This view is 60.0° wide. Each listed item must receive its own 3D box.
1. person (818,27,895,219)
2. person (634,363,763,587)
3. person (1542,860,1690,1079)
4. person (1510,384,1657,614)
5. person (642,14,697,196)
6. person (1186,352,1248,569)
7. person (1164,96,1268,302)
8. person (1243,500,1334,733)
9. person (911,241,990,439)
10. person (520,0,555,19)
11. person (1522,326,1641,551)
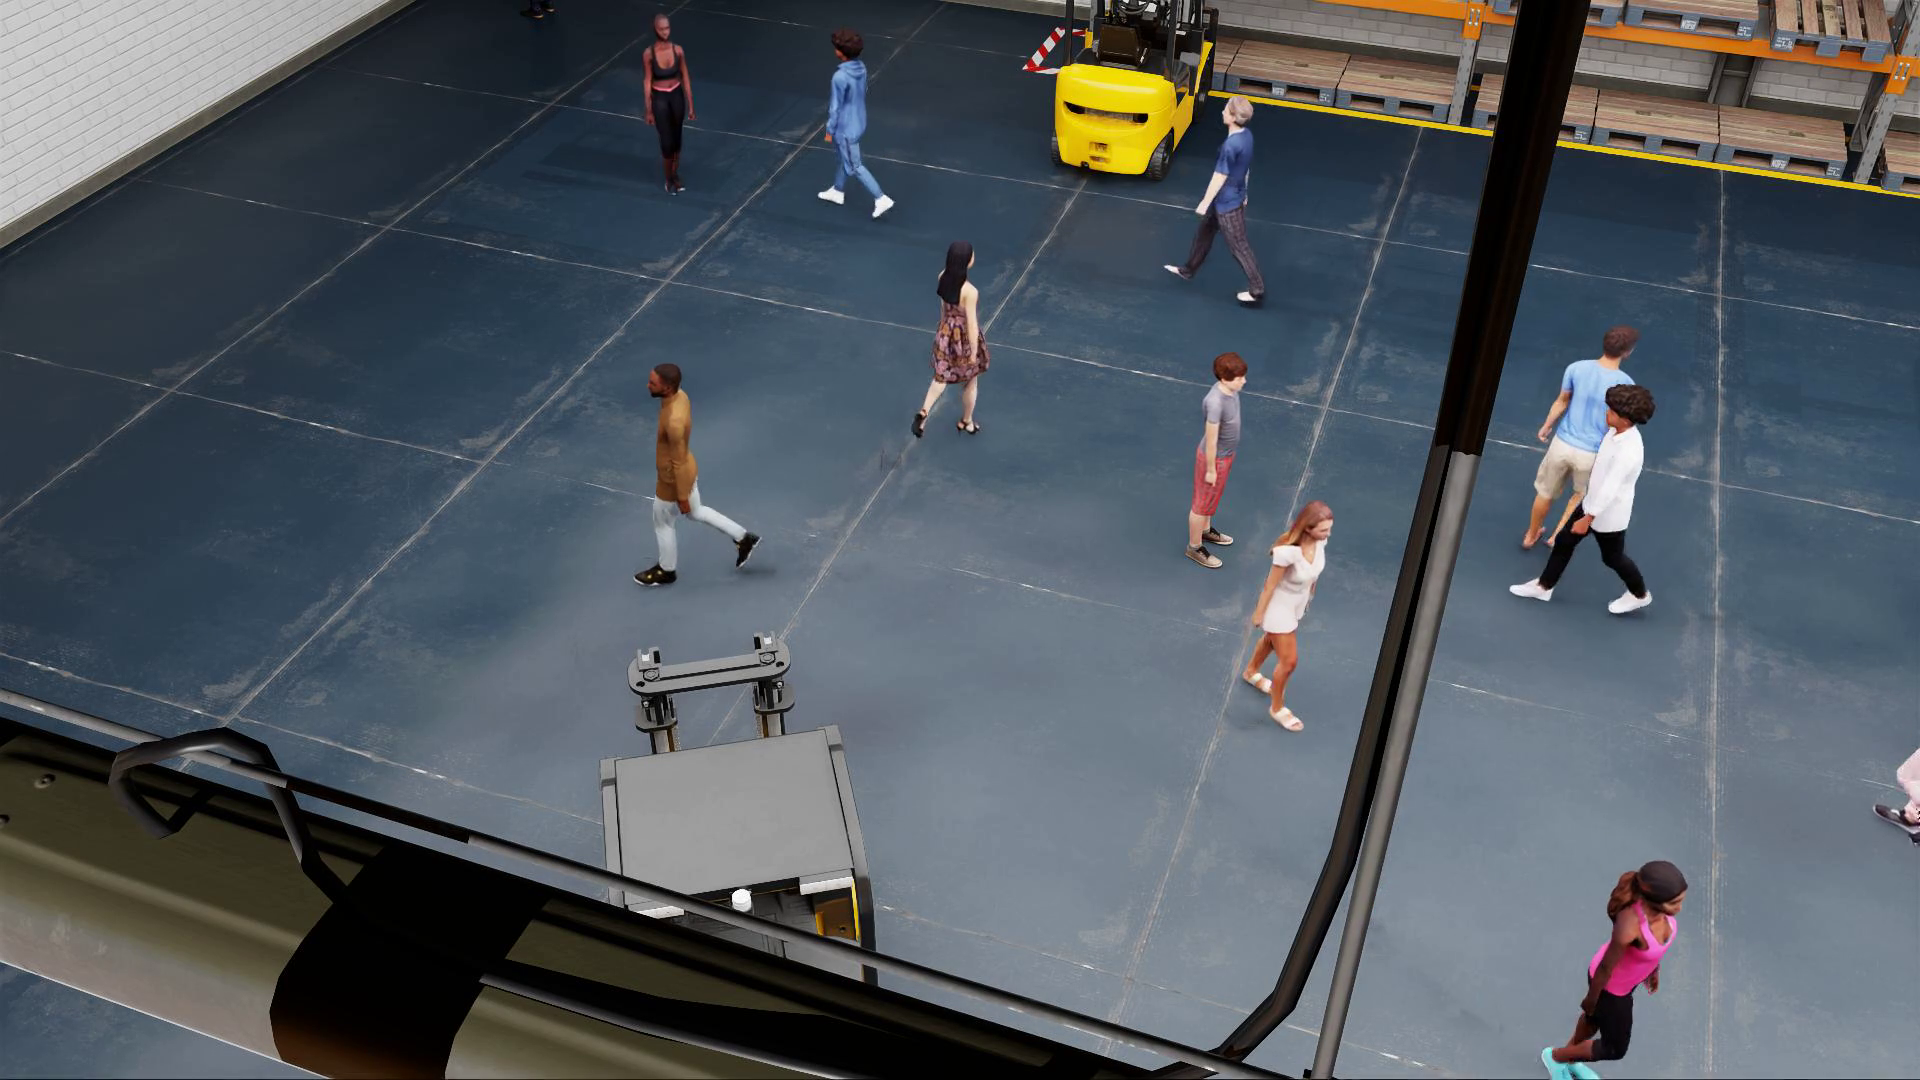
[{"bbox_3d":[-0.976,-3.872,15.591,1.118,1.785,0.727,15,41,18],"label":"person"},{"bbox_3d":[-1.833,-0.434,11.281,1.235,1.791,0.975,-4,39,-5],"label":"person"},{"bbox_3d":[3.152,2.099,8.172,0.678,1.713,0.721,-31,48,-33],"label":"person"},{"bbox_3d":[4.373,-0.206,11.012,1.214,1.769,0.813,4,39,5],"label":"person"},{"bbox_3d":[-2.853,-4.243,16.083,0.753,1.751,0.804,-20,43,-23],"label":"person"},{"bbox_3d":[1.778,-0.590,11.588,0.544,1.651,0.607,16,41,19],"label":"person"},{"bbox_3d":[2.391,-2.868,14.310,1.201,1.814,0.672,14,41,17],"label":"person"},{"bbox_3d":[1.979,0.380,10.363,0.825,1.663,0.953,-27,46,-30],"label":"person"},{"bbox_3d":[-0.074,-1.444,12.573,0.934,1.756,0.981,-31,48,-33],"label":"person"},{"bbox_3d":[-5.089,-7.118,19.587,0.659,1.869,0.674,23,44,26],"label":"person"},{"bbox_3d":[4.259,-0.608,11.457,0.775,1.843,0.887,21,43,24],"label":"person"}]
